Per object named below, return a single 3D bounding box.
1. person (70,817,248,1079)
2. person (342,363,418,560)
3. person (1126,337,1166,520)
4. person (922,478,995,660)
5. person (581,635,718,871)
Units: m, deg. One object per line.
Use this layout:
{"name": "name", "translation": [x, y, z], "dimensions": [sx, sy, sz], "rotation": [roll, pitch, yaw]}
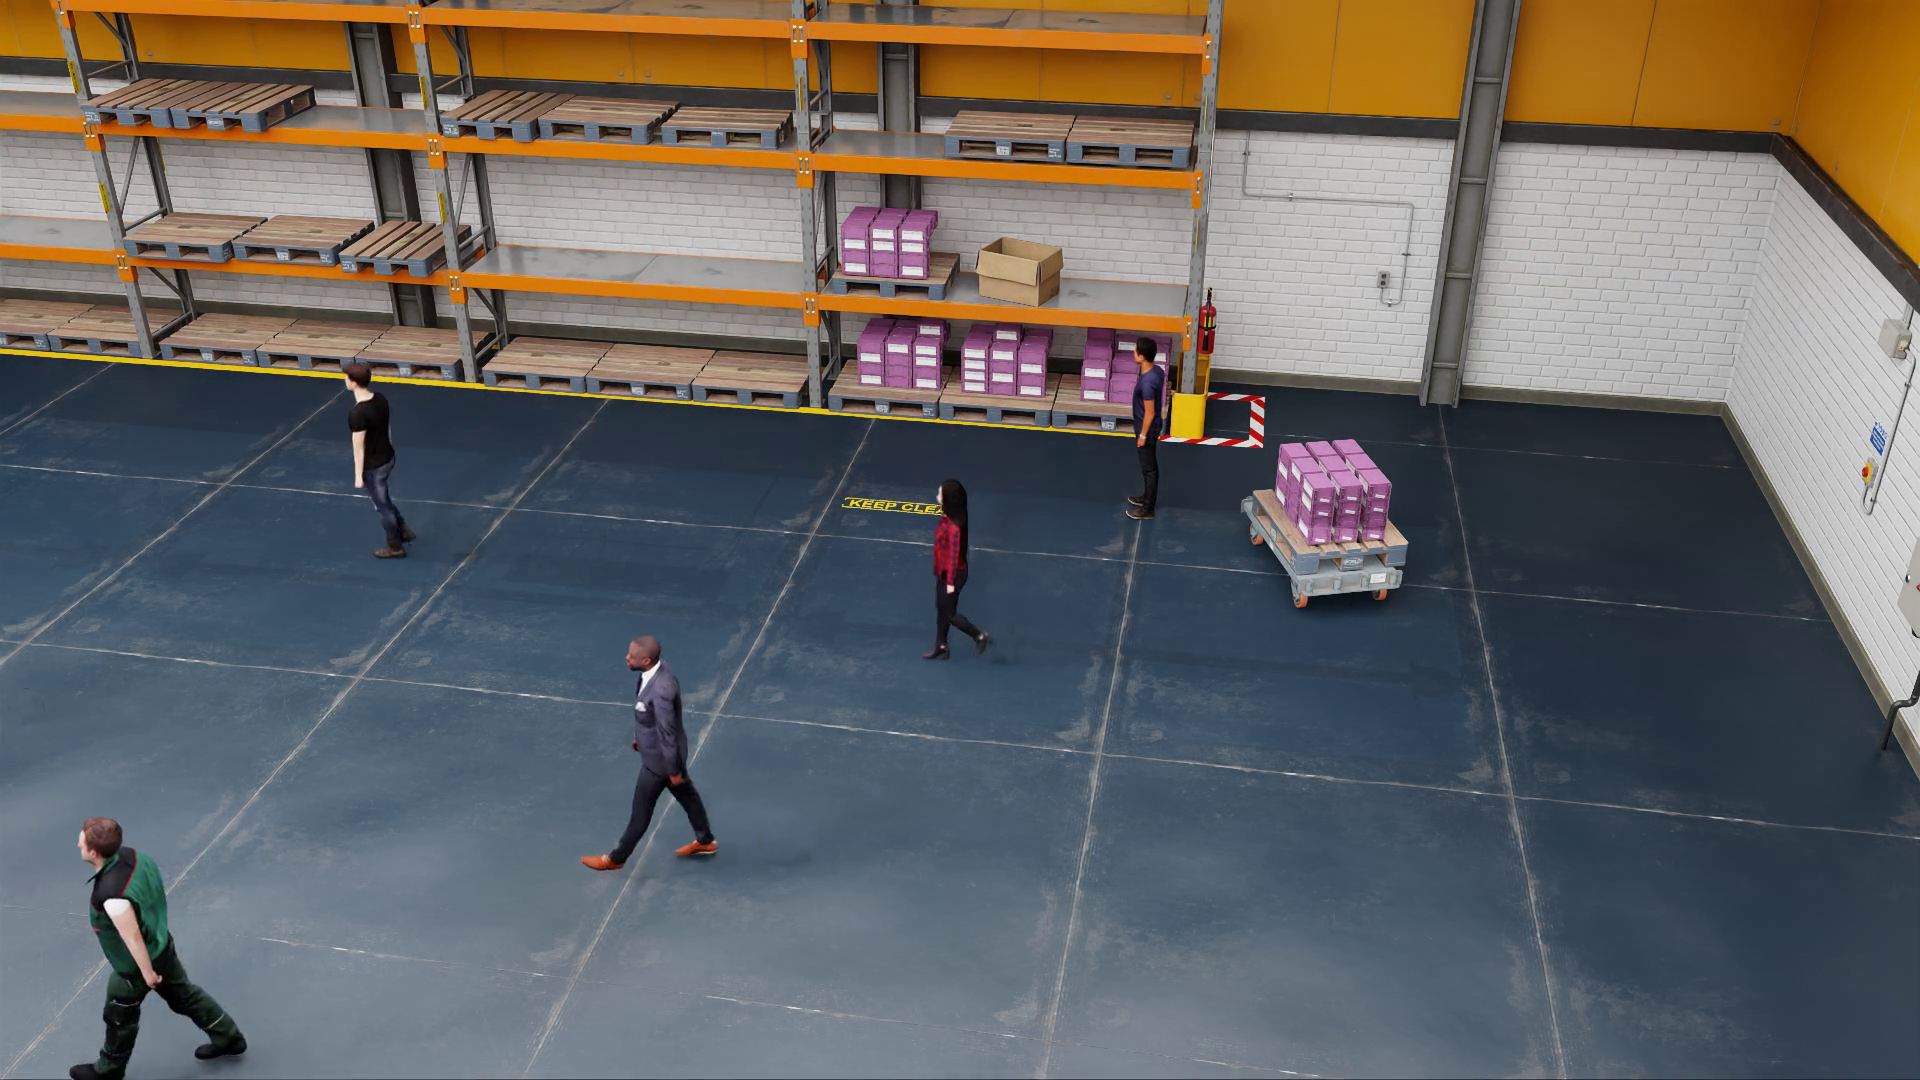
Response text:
{"name": "person", "translation": [-4.522, 2.318, 9.357], "dimensions": [1.245, 1.789, 0.904], "rotation": [-4, 29, -8]}
{"name": "person", "translation": [-5.090, -0.679, 14.747], "dimensions": [0.657, 1.890, 0.696], "rotation": [4, 29, 8]}
{"name": "person", "translation": [1.760, -1.049, 15.533], "dimensions": [0.517, 1.787, 0.635], "rotation": [6, 29, 10]}
{"name": "person", "translation": [-0.006, 0.259, 13.282], "dimensions": [0.864, 1.645, 0.693], "rotation": [-1, 29, -3]}
{"name": "person", "translation": [-1.884, 1.418, 11.014], "dimensions": [1.250, 1.783, 1.002], "rotation": [-6, 29, -10]}
